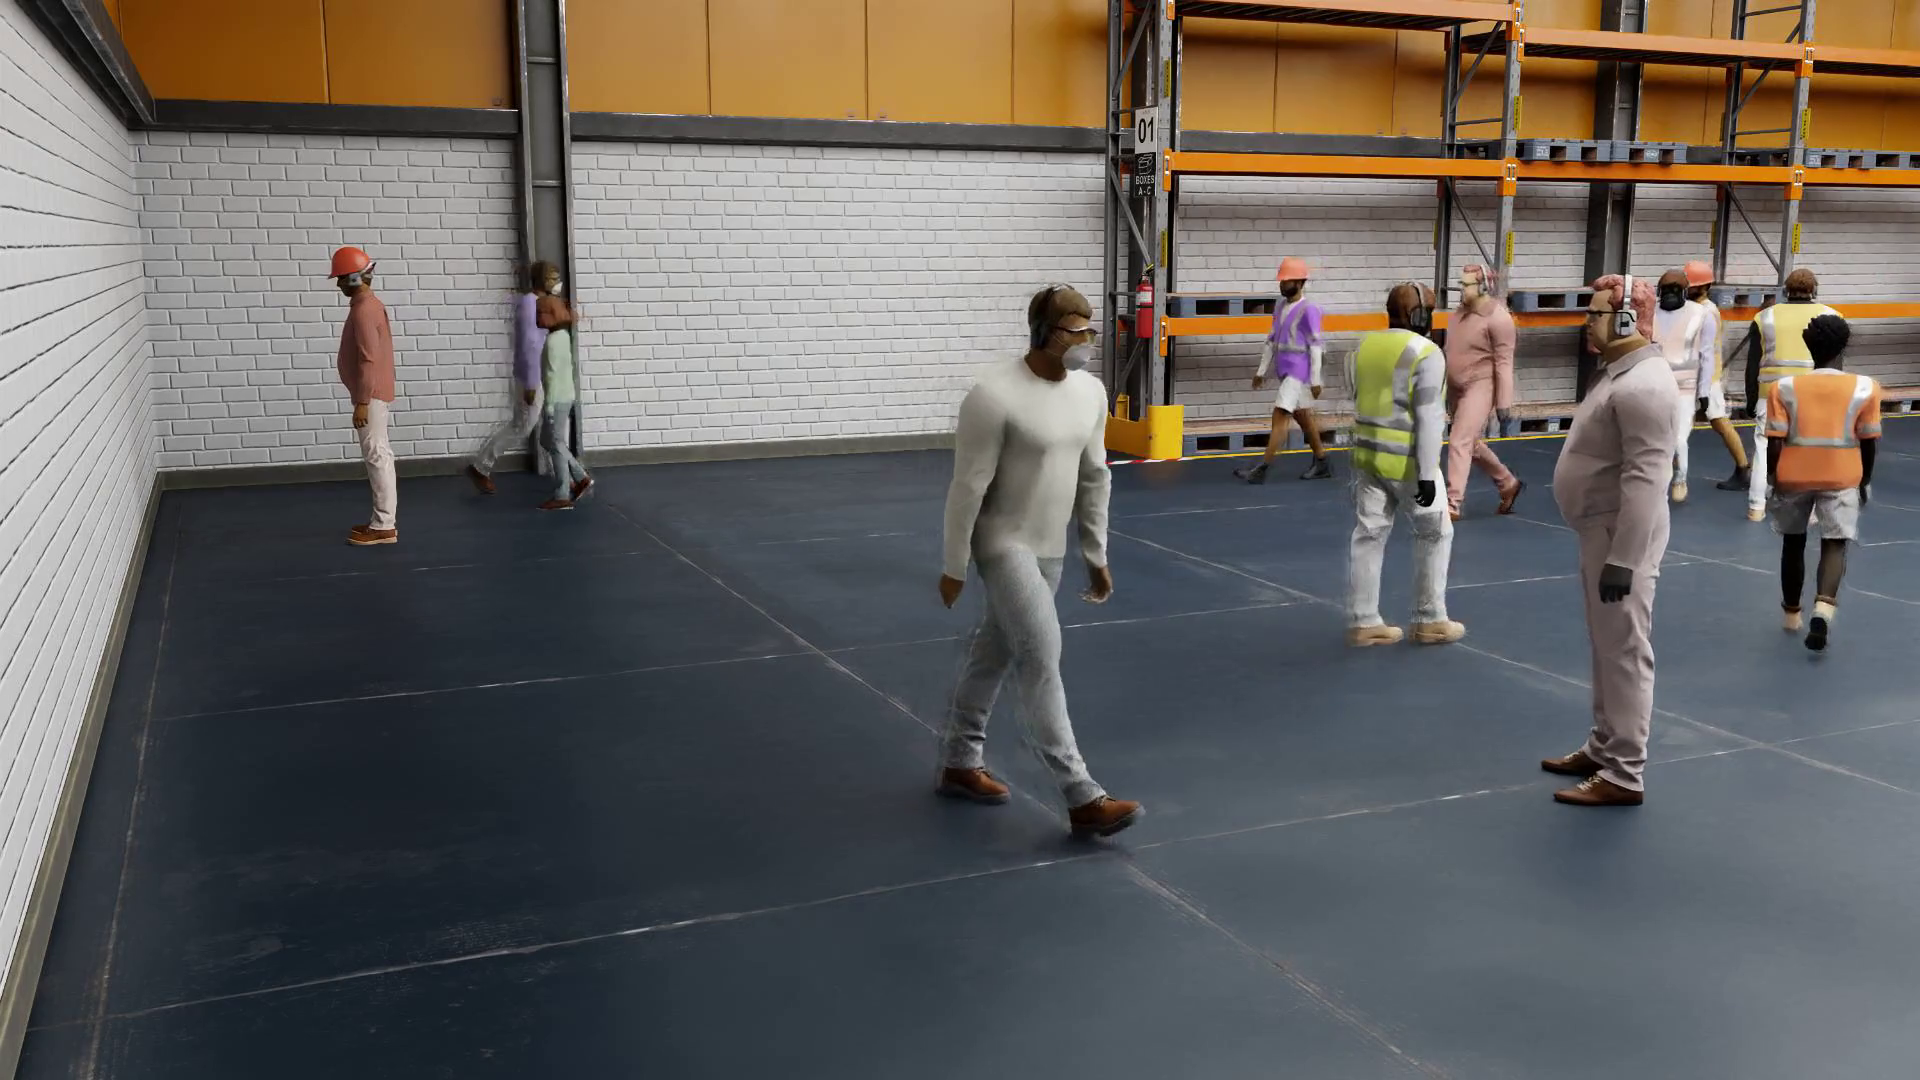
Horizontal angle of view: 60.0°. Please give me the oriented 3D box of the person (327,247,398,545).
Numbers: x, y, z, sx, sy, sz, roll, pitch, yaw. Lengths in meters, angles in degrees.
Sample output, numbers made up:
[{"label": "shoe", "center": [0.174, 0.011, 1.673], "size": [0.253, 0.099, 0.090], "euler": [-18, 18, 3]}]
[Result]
[{"label": "person", "center": [-3.992, -0.961, 11.168], "size": [0.393, 1.985, 0.611], "euler": [-2, 10, -13]}]

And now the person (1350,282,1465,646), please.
[{"label": "person", "center": [2.286, -0.372, 8.338], "size": [0.727, 1.818, 0.661], "euler": [-5, 11, -27]}]

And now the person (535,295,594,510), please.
[{"label": "person", "center": [-3.048, -1.029, 12.533], "size": [0.362, 1.621, 0.517], "euler": [-1, 10, -4]}]

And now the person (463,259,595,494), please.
[{"label": "person", "center": [-3.472, -1.277, 13.221], "size": [0.961, 1.901, 0.646], "euler": [0, 10, 2]}]

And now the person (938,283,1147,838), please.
[{"label": "person", "center": [0.280, 0.066, 5.742], "size": [0.982, 1.874, 0.627], "euler": [8, 13, 39]}]

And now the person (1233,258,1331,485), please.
[{"label": "person", "center": [2.763, -1.407, 13.957], "size": [1.011, 1.887, 0.550], "euler": [-3, 11, -17]}]

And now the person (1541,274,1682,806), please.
[{"label": "person", "center": [2.340, 0.006, 6.002], "size": [0.399, 1.909, 0.642], "euler": [3, 11, 15]}]

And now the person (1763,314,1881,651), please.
[{"label": "person", "center": [4.279, -0.291, 8.300], "size": [0.522, 1.674, 0.780], "euler": [5, 12, 28]}]

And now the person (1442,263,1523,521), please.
[{"label": "person", "center": [3.772, -1.068, 12.092], "size": [0.872, 1.875, 0.639], "euler": [-3, 11, -16]}]

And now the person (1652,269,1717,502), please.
[{"label": "person", "center": [5.325, -1.126, 12.538], "size": [0.651, 1.825, 0.488], "euler": [8, 13, 37]}]

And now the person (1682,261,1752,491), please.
[{"label": "person", "center": [6.036, -1.326, 13.576], "size": [1.070, 1.875, 0.537], "euler": [3, 11, 18]}]

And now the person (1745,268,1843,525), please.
[{"label": "person", "center": [6.002, -1.031, 12.000], "size": [0.629, 1.835, 0.432], "euler": [6, 12, 29]}]
